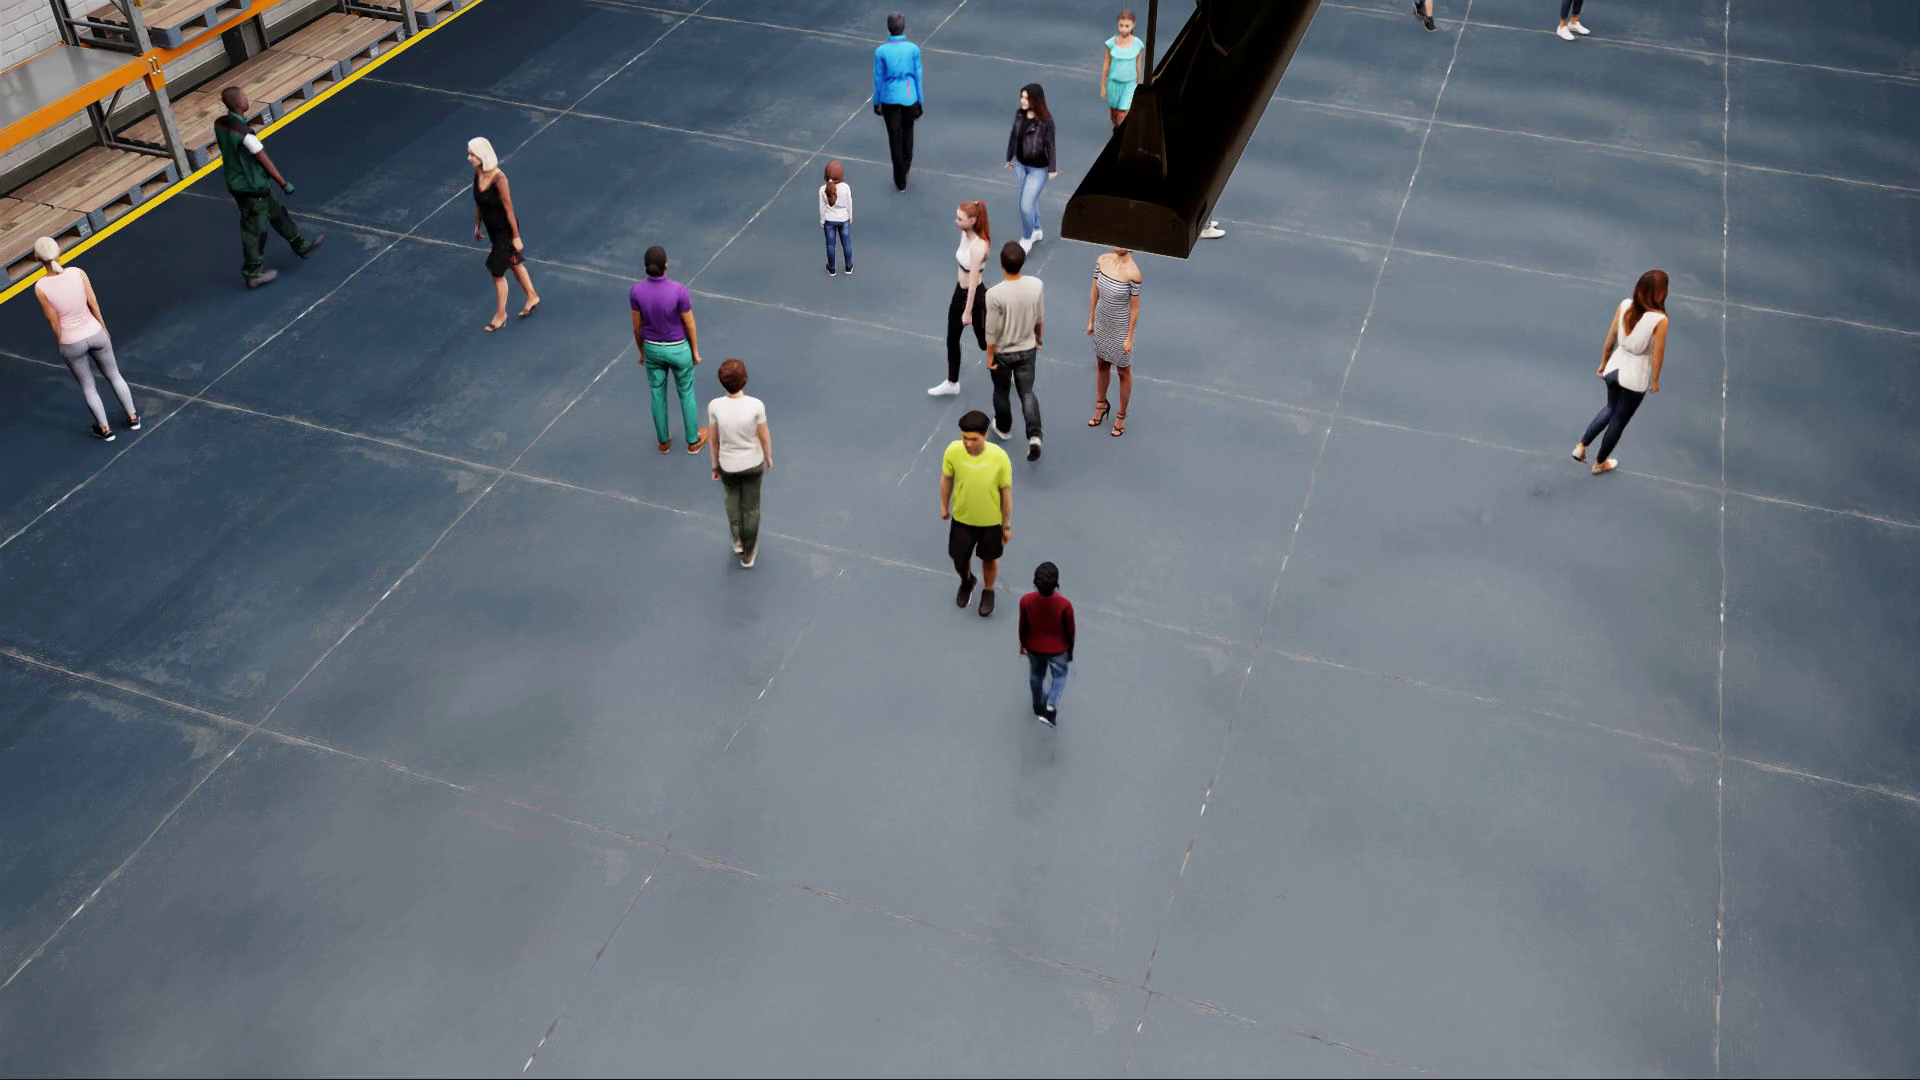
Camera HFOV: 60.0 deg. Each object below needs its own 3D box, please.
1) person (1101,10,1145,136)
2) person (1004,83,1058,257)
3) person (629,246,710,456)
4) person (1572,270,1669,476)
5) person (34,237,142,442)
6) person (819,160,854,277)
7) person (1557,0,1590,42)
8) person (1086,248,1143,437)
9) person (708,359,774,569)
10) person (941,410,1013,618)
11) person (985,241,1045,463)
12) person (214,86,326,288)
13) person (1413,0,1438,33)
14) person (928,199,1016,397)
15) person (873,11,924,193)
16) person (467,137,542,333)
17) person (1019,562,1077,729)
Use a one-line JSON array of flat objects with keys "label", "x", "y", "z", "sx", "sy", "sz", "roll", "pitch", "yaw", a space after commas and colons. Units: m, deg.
[{"label": "person", "x": 1.649, "y": -4.648, "z": 16.930, "sx": 0.685, "sy": 1.531, "sz": 1.092, "roll": 7, "pitch": 39, "yaw": 8}, {"label": "person", "x": 0.716, "y": -3.458, "z": 15.369, "sx": 0.882, "sy": 1.619, "sz": 0.819, "roll": -30, "pitch": 48, "yaw": -32}, {"label": "person", "x": -2.244, "y": -1.448, "z": 12.734, "sx": 0.694, "sy": 1.767, "sz": 0.646, "roll": 1, "pitch": 39, "yaw": 1}, {"label": "person", "x": 4.920, "y": -1.197, "z": 12.413, "sx": 0.831, "sy": 1.775, "sz": 0.770, "roll": -19, "pitch": 42, "yaw": -22}, {"label": "person", "x": -6.818, "y": -1.566, "z": 12.915, "sx": 0.583, "sy": 1.725, "sz": 0.692, "roll": -30, "pitch": 47, "yaw": -32}, {"label": "person", "x": -1.127, "y": -2.940, "z": 15.128, "sx": 0.532, "sy": 1.110, "sz": 0.579, "roll": -7, "pitch": 39, "yaw": -9}, {"label": "person", "x": 7.318, "y": -6.779, "z": 19.376, "sx": 0.622, "sy": 1.809, "sz": 0.725, "roll": -25, "pitch": 45, "yaw": -28}, {"label": "person", "x": 1.210, "y": -1.635, "z": 12.926, "sx": 0.658, "sy": 1.821, "sz": 0.636, "roll": 29, "pitch": 47, "yaw": 31}, {"label": "person", "x": -1.536, "y": -0.481, "z": 11.624, "sx": 0.661, "sy": 1.642, "sz": 0.711, "roll": 0, "pitch": 39, "yaw": 0}, {"label": "person", "x": 0.142, "y": -0.240, "z": 11.282, "sx": 0.708, "sy": 1.691, "sz": 0.663, "roll": 5, "pitch": 39, "yaw": 6}, {"label": "person", "x": 0.449, "y": -1.414, "z": 12.670, "sx": 1.021, "sy": 1.794, "sz": 1.131, "roll": -13, "pitch": 40, "yaw": -15}, {"label": "person", "x": -6.366, "y": -3.078, "z": 14.750, "sx": 1.206, "sy": 1.799, "sz": 0.987, "roll": -31, "pitch": 48, "yaw": -33}, {"label": "person", "x": 5.634, "y": -6.861, "z": 19.786, "sx": 0.879, "sy": 1.426, "sz": 0.999, "roll": -12, "pitch": 40, "yaw": -14}, {"label": "person", "x": 0.184, "y": -1.918, "z": 13.361, "sx": 1.100, "sy": 1.719, "sz": 1.107, "roll": -12, "pitch": 40, "yaw": -14}, {"label": "person", "x": -0.578, "y": -4.229, "z": 16.209, "sx": 0.876, "sy": 1.776, "sz": 0.972, "roll": -8, "pitch": 39, "yaw": -10}, {"label": "person", "x": -3.861, "y": -2.666, "z": 14.297, "sx": 0.962, "sy": 1.719, "sz": 0.851, "roll": -29, "pitch": 47, "yaw": -31}, {"label": "person", "x": 0.543, "y": 0.687, "z": 10.476, "sx": 0.538, "sy": 1.249, "sz": 0.644, "roll": 7, "pitch": 39, "yaw": 8}]
